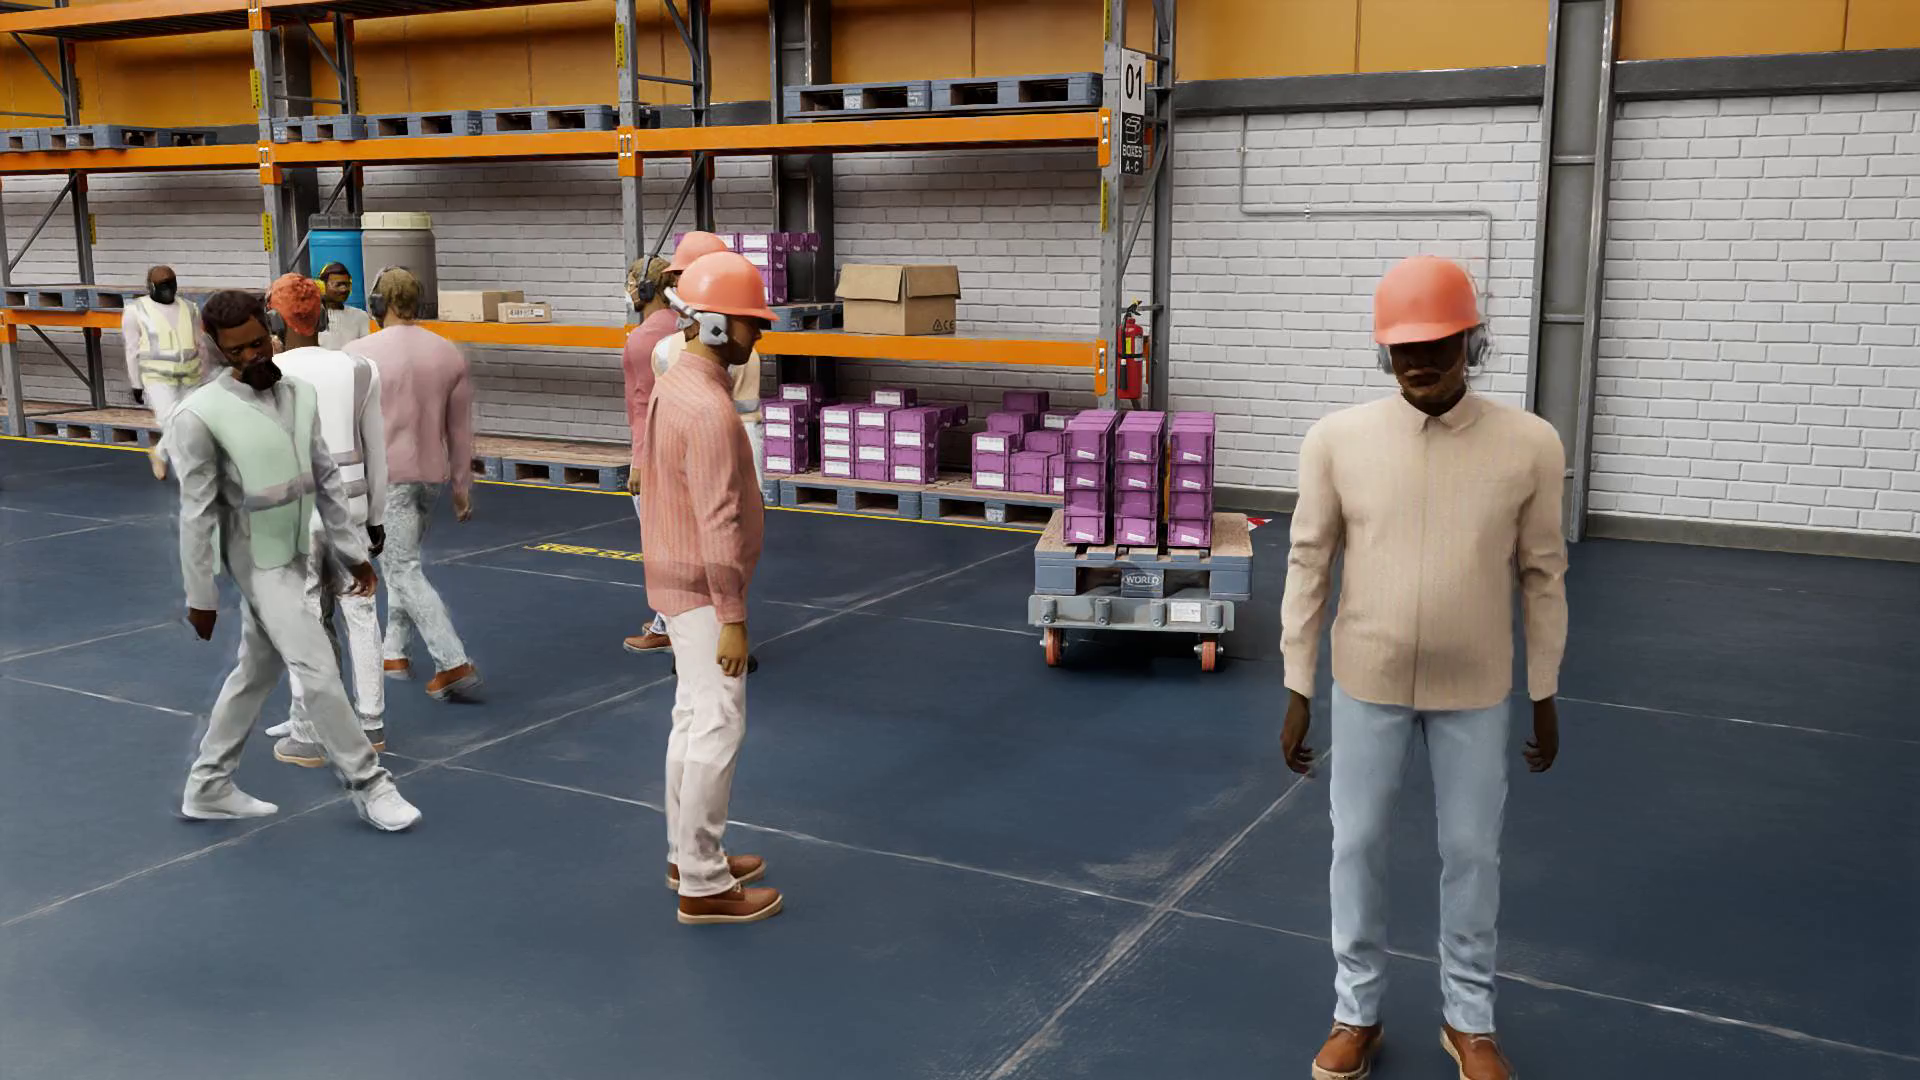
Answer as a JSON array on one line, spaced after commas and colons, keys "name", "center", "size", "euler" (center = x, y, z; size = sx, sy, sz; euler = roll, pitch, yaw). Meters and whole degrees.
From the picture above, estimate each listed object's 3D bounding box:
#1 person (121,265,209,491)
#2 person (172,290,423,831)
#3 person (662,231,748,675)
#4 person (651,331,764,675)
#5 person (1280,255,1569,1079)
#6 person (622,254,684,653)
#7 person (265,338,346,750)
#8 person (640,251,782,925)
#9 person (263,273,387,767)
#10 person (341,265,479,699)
[{"name": "person", "center": [-6.351, -1.295, 13.314], "size": [0.835, 1.812, 0.628], "euler": [8, 13, 38]}, {"name": "person", "center": [-2.288, 0.095, 5.592], "size": [0.889, 1.858, 0.582], "euler": [1, 10, 4]}, {"name": "person", "center": [-1.155, -0.380, 7.646], "size": [0.377, 2.045, 0.605], "euler": [-1, 10, -6]}, {"name": "person", "center": [-1.126, -0.310, 7.613], "size": [0.549, 1.923, 0.390], "euler": [4, 11, 22]}, {"name": "person", "center": [1.084, 0.340, 3.916], "size": [0.660, 1.979, 0.414], "euler": [2, 11, 13]}, {"name": "person", "center": [-1.467, -0.417, 8.139], "size": [0.367, 1.939, 0.635], "euler": [2, 10, 8]}, {"name": "person", "center": [-2.610, 0.020, 6.563], "size": [0.308, 1.641, 0.517], "euler": [-6, 12, -31]}, {"name": "person", "center": [-0.726, 0.150, 4.915], "size": [0.410, 1.980, 0.630], "euler": [-4, 11, -19]}, {"name": "person", "center": [-2.476, -0.072, 6.388], "size": [0.356, 1.887, 0.572], "euler": [10, 14, 44]}, {"name": "person", "center": [-2.444, -0.249, 7.353], "size": [0.903, 1.911, 0.636], "euler": [6, 12, 30]}]
